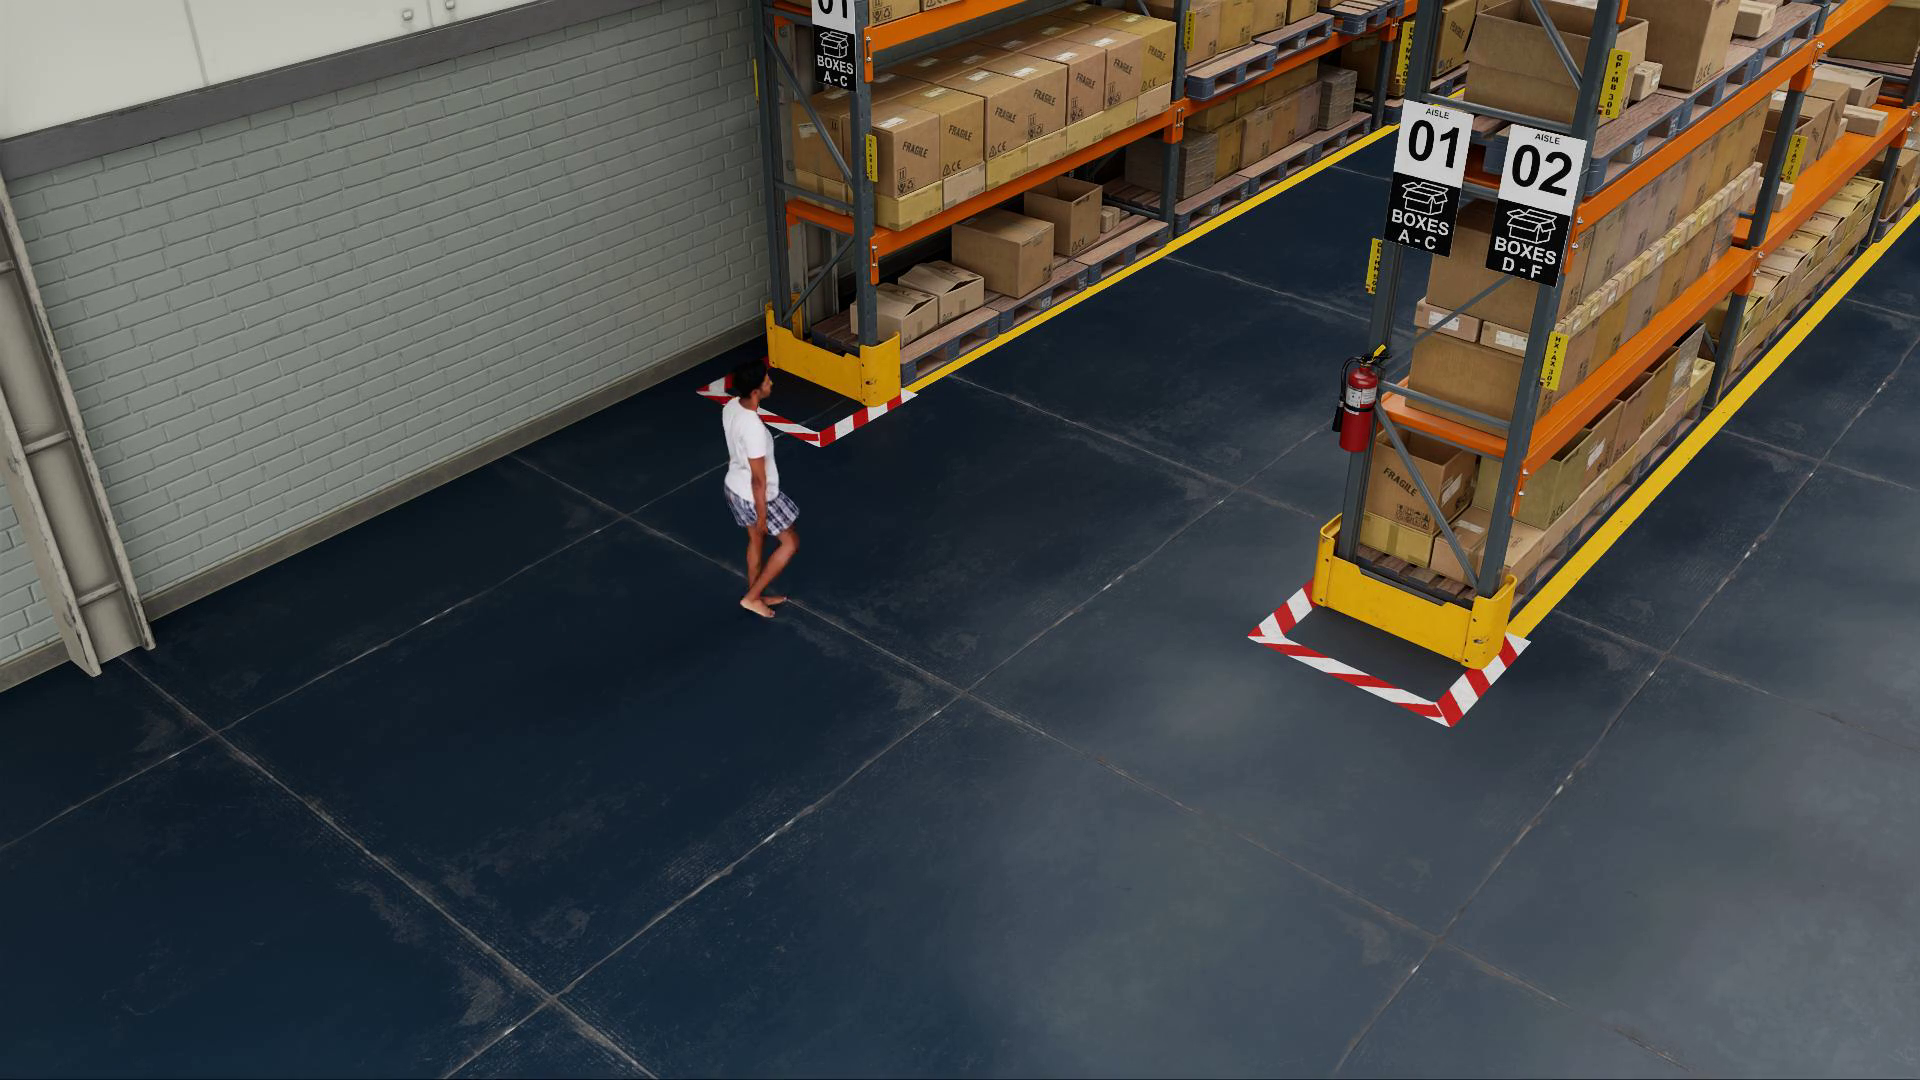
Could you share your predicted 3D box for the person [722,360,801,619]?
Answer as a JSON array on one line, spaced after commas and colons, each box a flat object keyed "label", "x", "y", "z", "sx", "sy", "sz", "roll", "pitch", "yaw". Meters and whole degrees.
[{"label": "person", "x": -1.286, "y": -0.263, "z": 9.870, "sx": 0.746, "sy": 1.720, "sz": 0.730, "roll": -18, "pitch": 37, "yaw": -26}]
